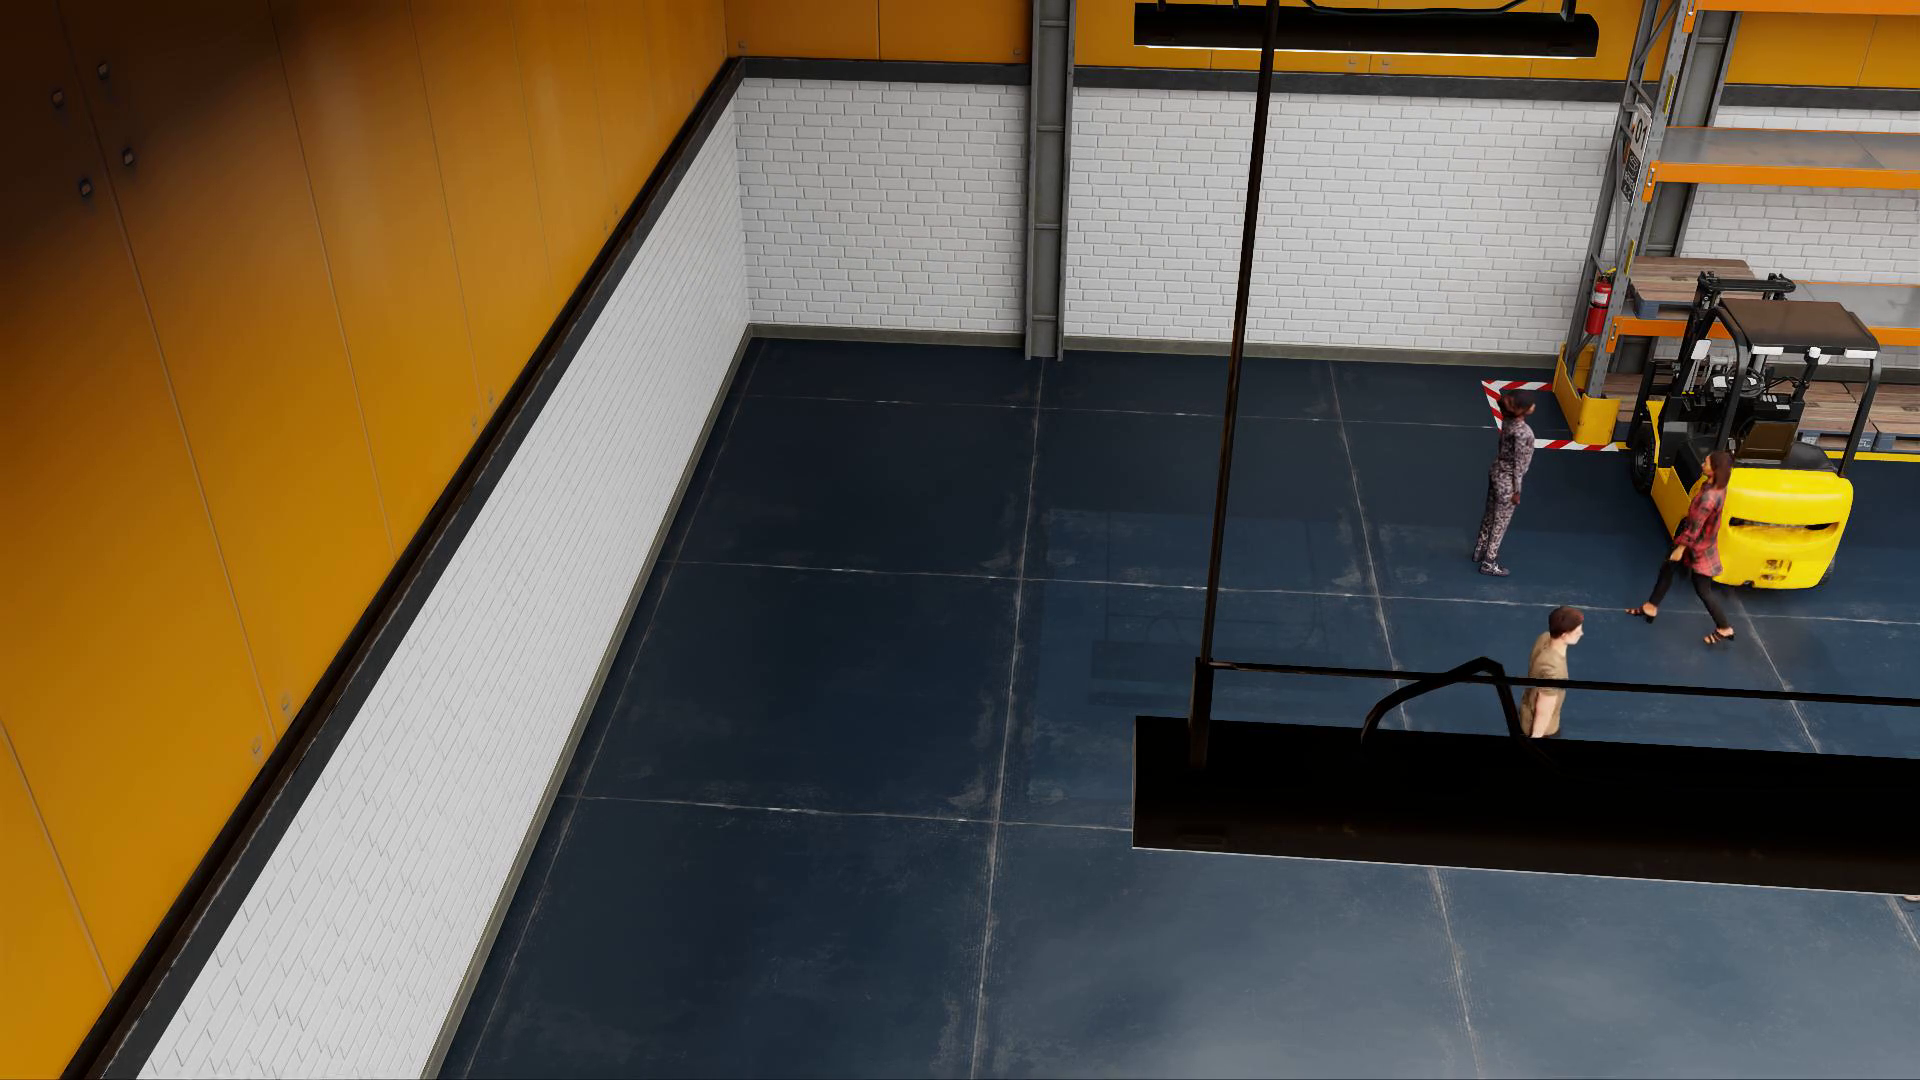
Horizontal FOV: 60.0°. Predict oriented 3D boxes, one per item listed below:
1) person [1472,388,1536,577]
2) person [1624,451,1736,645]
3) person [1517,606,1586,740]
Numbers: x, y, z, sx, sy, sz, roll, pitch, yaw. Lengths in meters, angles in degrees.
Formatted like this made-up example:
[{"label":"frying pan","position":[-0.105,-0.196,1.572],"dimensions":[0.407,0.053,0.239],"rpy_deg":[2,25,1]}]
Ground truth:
[{"label":"person","position":[4.547,-0.499,13.875],"dimensions":[0.586,1.713,0.592],"rpy_deg":[0,34,0]},{"label":"person","position":[5.864,0.099,13.017],"dimensions":[1.150,1.667,0.861],"rpy_deg":[15,36,21]},{"label":"person","position":[3.807,1.191,11.229],"dimensions":[1.132,1.828,0.723],"rpy_deg":[5,34,8]}]
